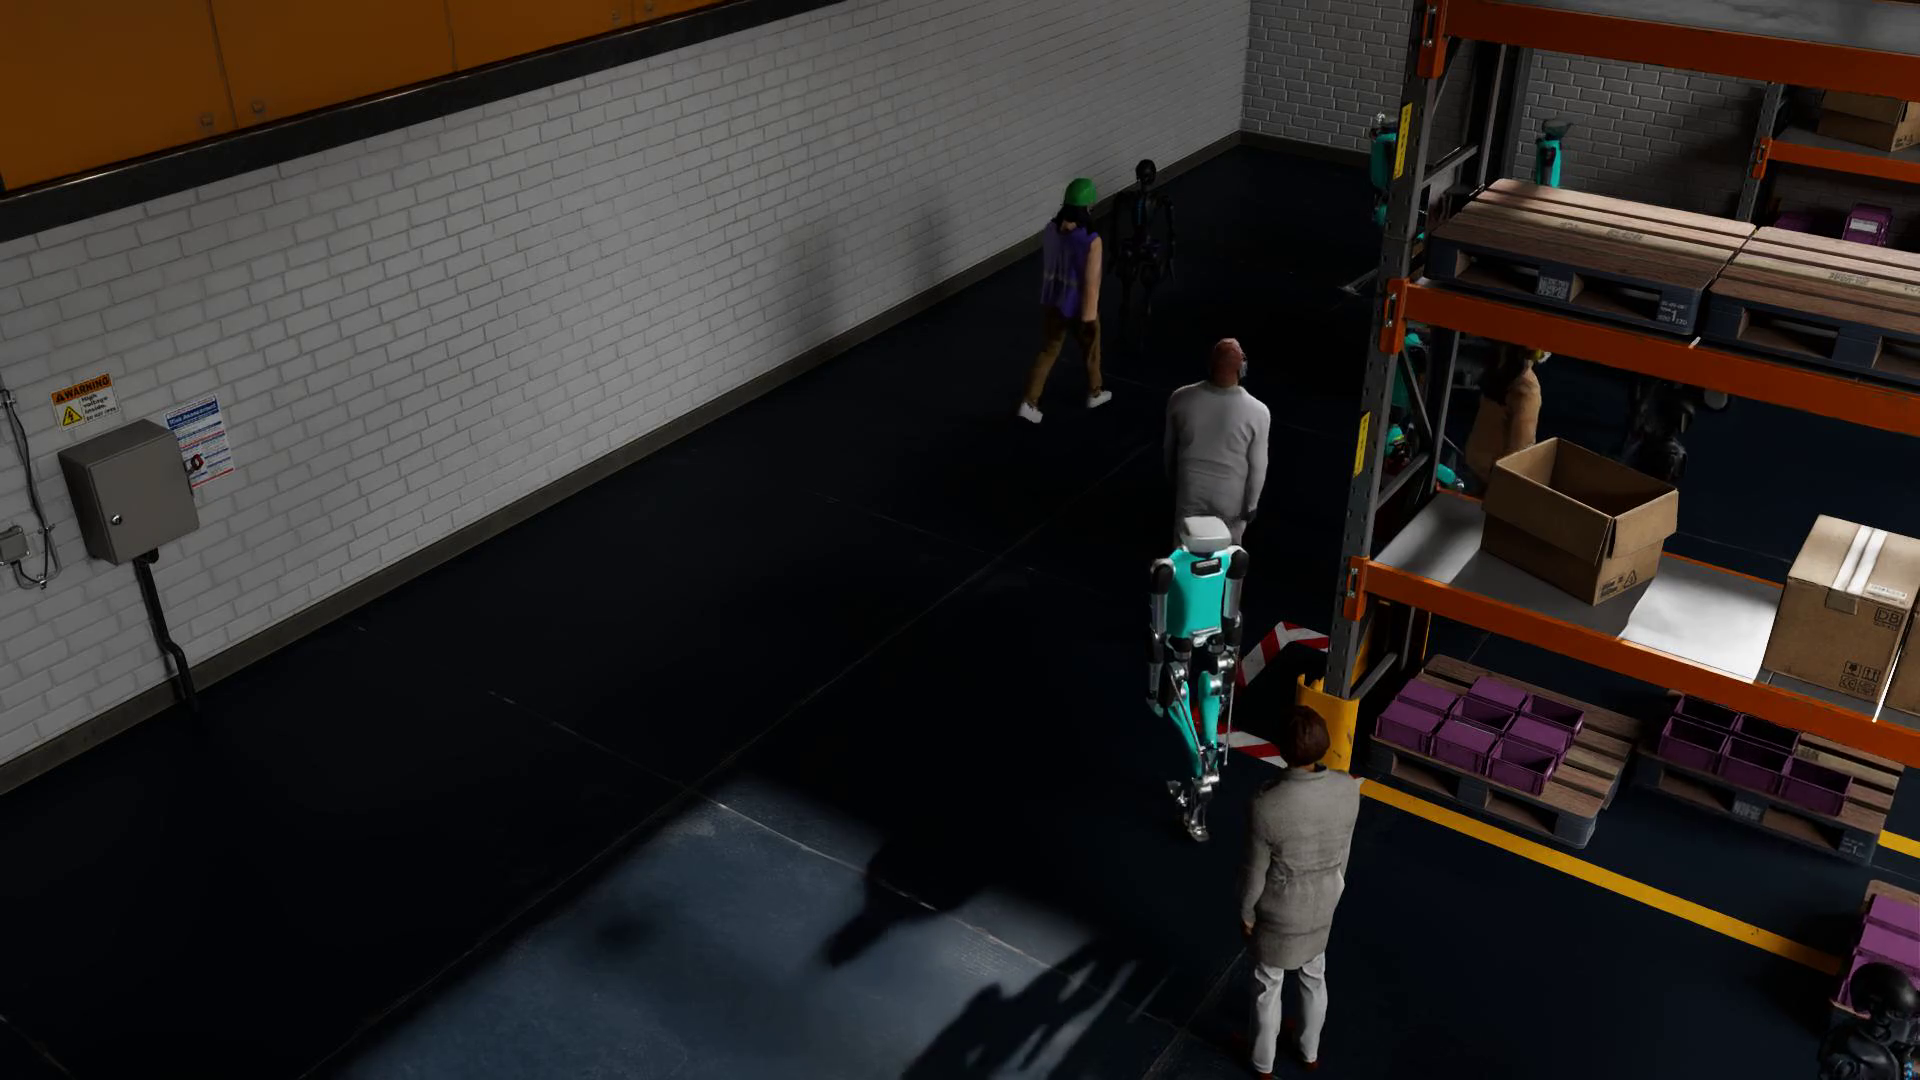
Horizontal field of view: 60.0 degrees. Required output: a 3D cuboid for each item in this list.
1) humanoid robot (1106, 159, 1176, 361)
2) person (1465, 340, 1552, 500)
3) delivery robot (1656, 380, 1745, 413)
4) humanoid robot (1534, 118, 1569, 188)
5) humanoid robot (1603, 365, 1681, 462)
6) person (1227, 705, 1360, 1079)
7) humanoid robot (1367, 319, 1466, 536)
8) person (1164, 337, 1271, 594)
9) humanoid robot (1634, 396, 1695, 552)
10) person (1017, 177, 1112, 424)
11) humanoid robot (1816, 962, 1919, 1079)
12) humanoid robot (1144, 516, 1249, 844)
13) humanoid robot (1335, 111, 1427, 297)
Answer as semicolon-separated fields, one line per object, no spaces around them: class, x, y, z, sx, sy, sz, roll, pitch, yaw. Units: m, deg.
humanoid robot;1.486;-2.316;13.651;0.590;1.643;0.468;9;31;14
person;3.388;-0.498;10.321;0.466;1.855;0.543;-9;31;-14
delivery robot;5.925;-1.364;13.139;0.499;0.614;0.802;-23;37;-34
humanoid robot;5.189;-2.721;14.289;0.955;1.740;0.543;10;31;17
humanoid robot;4.995;-1.372;12.071;0.589;1.622;0.781;23;37;35
person;1.369;1.487;6.917;0.496;1.818;0.369;-8;31;-14
humanoid robot;3.007;-0.716;10.848;0.867;1.789;0.573;-13;33;-22
person;1.539;-0.338;10.043;0.652;1.852;0.993;12;32;20
humanoid robot;3.994;-0.114;9.833;0.417;1.648;0.603;7;31;12
person;0.803;-1.793;12.525;0.567;1.895;0.949;24;38;35
humanoid robot;3.132;2.164;5.872;0.608;1.639;0.383;-19;35;-29
humanoid robot;1.219;0.771;8.233;0.544;1.774;0.891;-12;32;-19
humanoid robot;3.871;-2.889;14.580;1.009;1.737;0.541;-3;30;-5
